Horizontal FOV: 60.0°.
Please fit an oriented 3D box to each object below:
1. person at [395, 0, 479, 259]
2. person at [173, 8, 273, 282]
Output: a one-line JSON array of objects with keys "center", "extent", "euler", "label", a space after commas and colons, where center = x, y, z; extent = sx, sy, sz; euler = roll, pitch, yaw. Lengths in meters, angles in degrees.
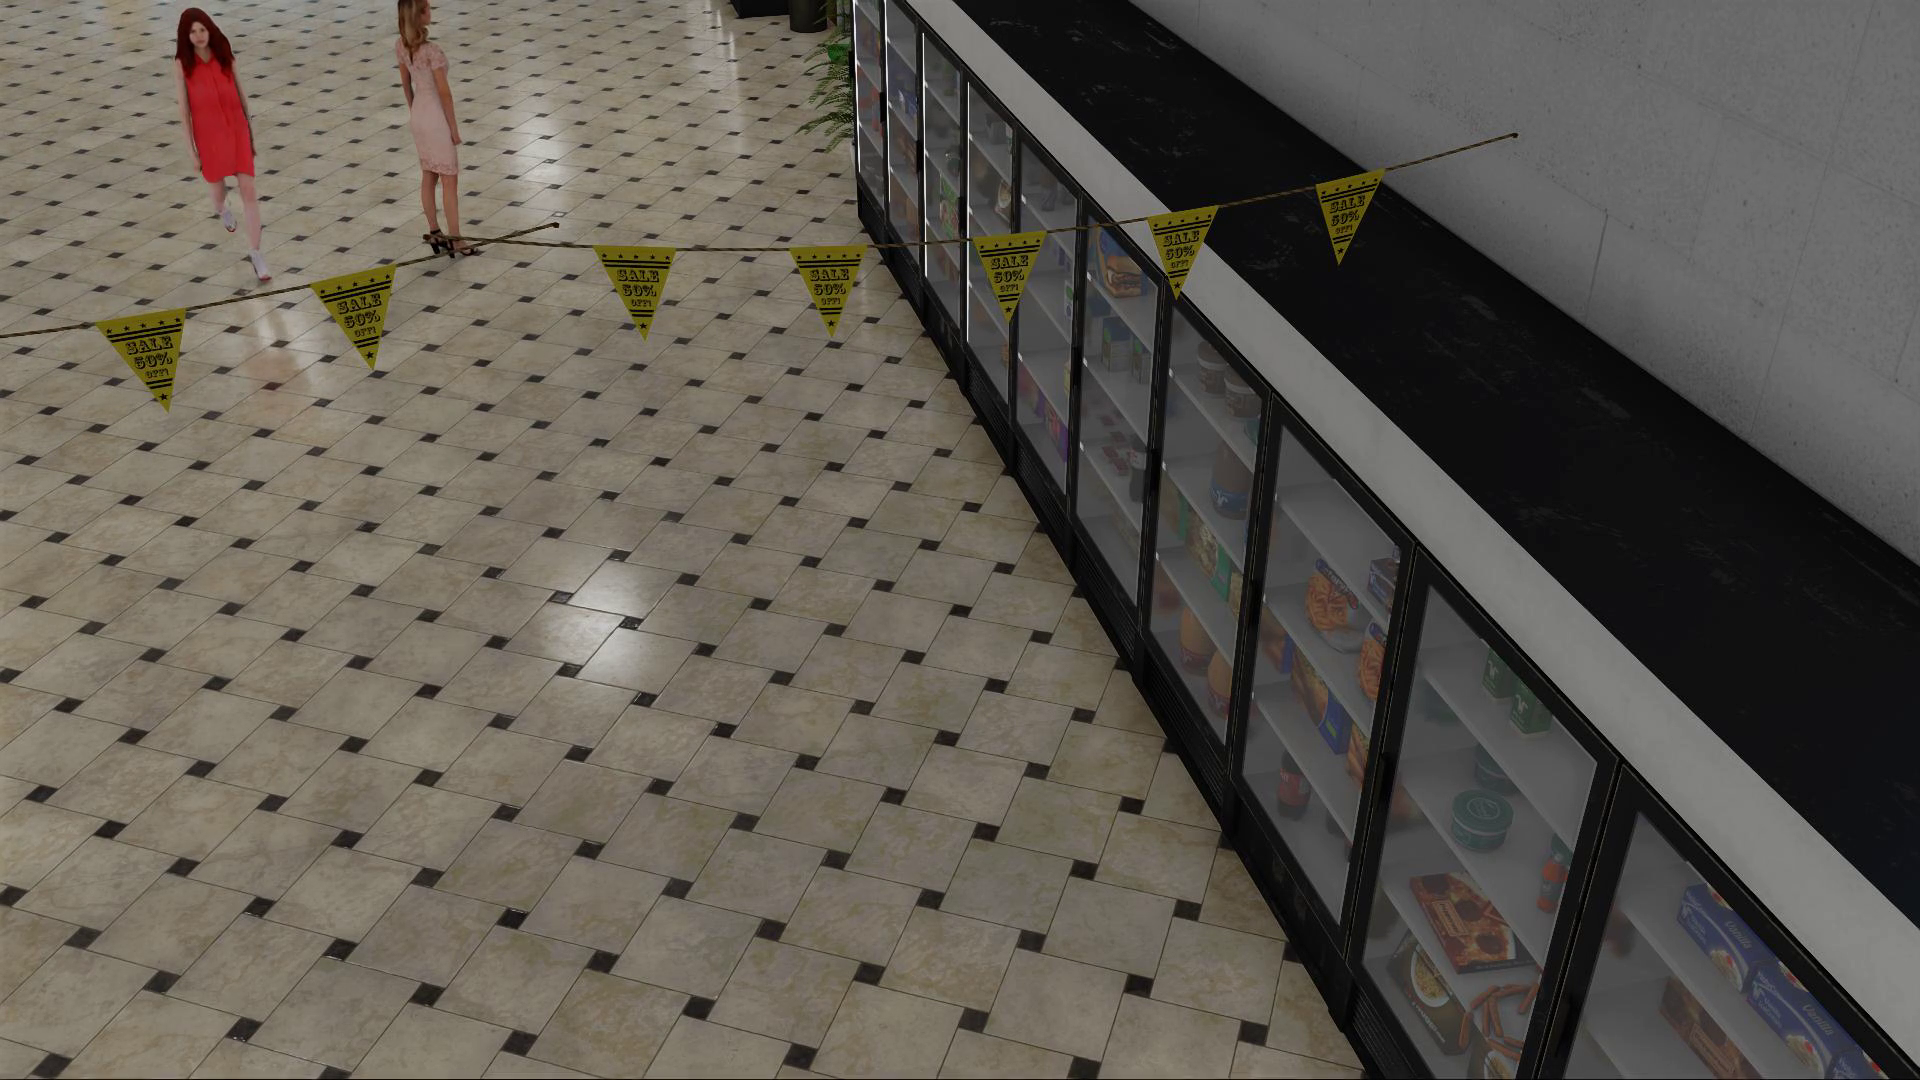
[{"center": [-3.659, -2.858, 11.511], "extent": [0.651, 1.829, 0.699], "euler": [19, 37, 28], "label": "person"}, {"center": [-5.002, -2.686, 11.258], "extent": [1.069, 1.804, 0.880], "euler": [-19, 36, -27], "label": "person"}]
